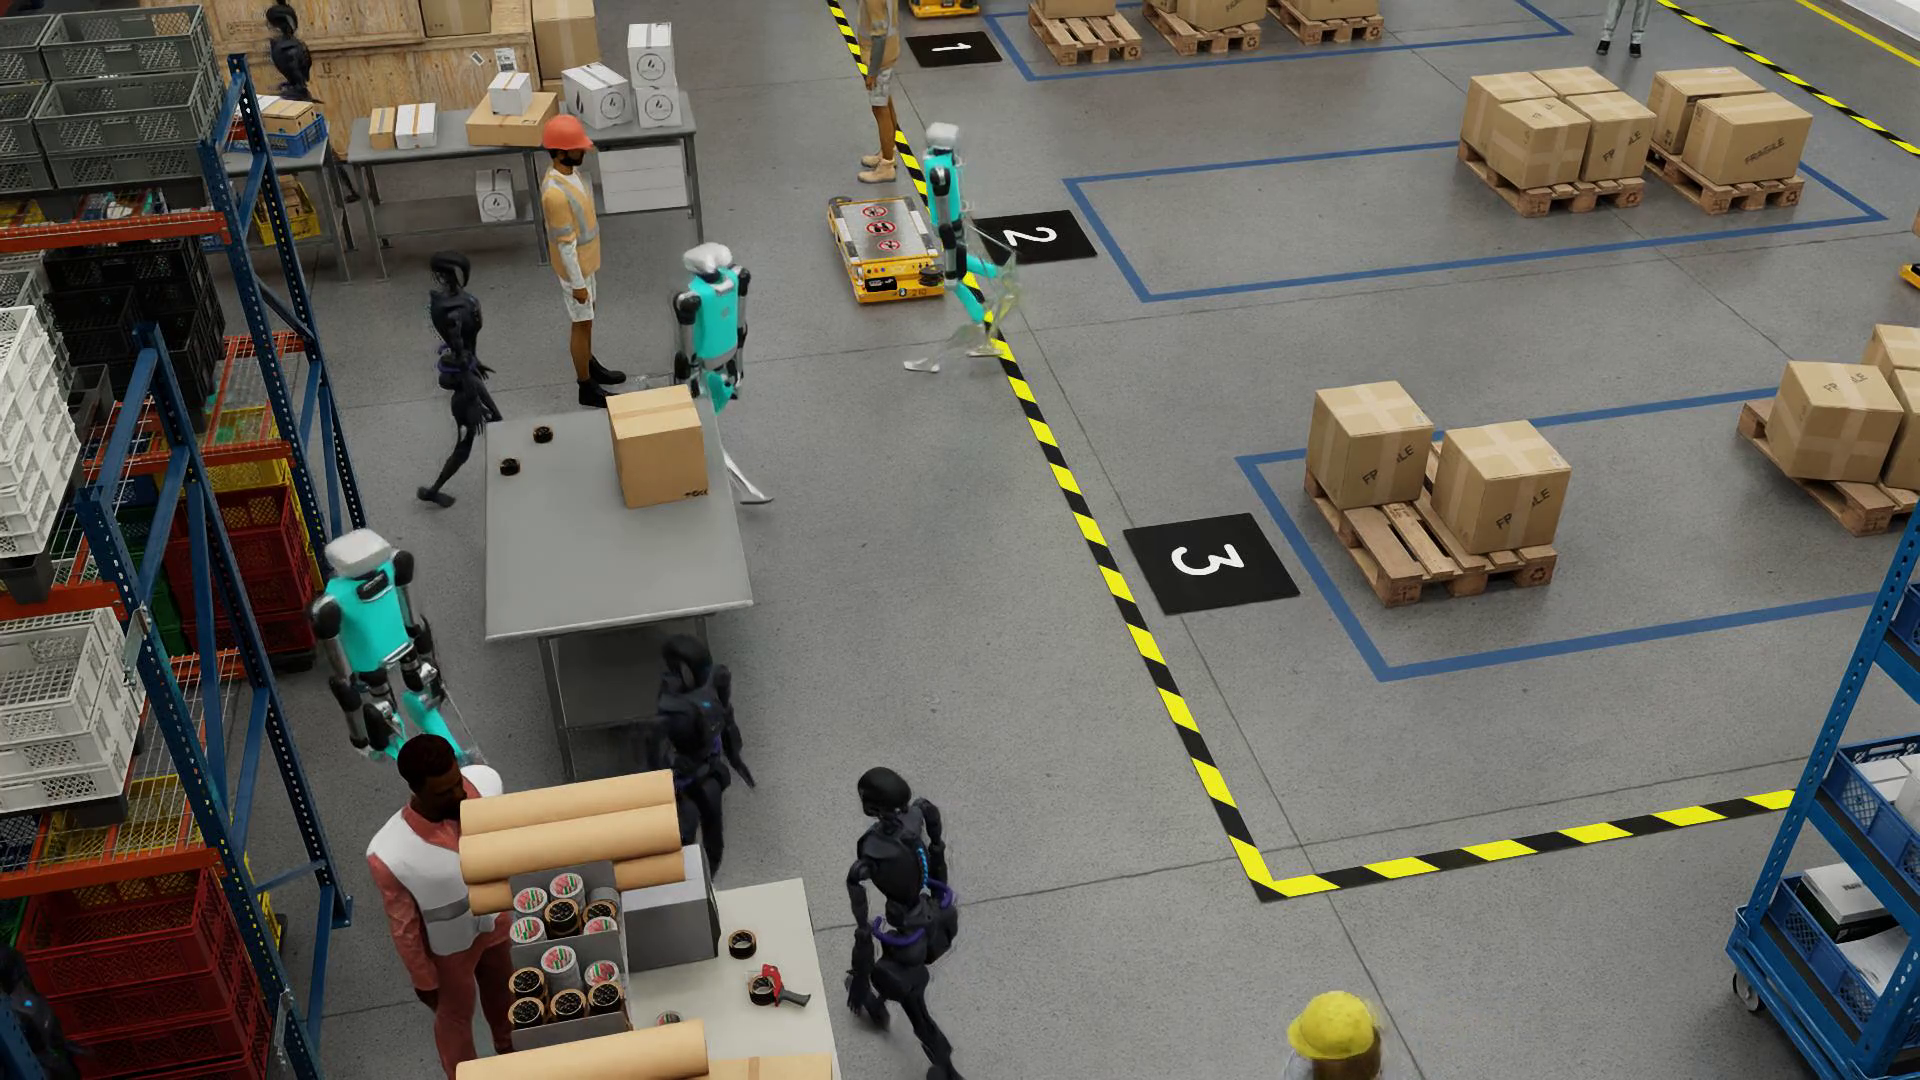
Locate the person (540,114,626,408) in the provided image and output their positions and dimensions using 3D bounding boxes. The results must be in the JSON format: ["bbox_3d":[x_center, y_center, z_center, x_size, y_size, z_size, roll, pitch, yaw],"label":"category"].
[{"bbox_3d":[-2.398,-1.757,10.516,0.349,1.940,0.543,-3,37,-4],"label":"person"}]

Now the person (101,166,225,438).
[{"bbox_3d":[-4.930,-1.470,10.223,0.502,1.836,0.331,25,43,30],"label":"person"}]

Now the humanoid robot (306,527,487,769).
[{"bbox_3d":[-2.323,0.796,7.275,0.666,1.819,0.555,17,40,22],"label":"humanoid robot"}]

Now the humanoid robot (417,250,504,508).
[{"bbox_3d":[-2.897,-0.932,9.668,0.763,1.635,0.616,-8,37,-11],"label":"humanoid robot"}]

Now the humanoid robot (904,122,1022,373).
[{"bbox_3d":[0.082,-1.856,10.828,0.922,1.763,0.536,-1,37,-2],"label":"humanoid robot"}]

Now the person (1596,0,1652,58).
[{"bbox_3d":[6.407,-5.446,15.570,0.590,1.823,0.404,11,38,15],"label":"person"}]

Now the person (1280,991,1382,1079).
[{"bbox_3d":[1.174,2.068,5.556,0.591,1.736,0.495,1,37,1],"label":"person"}]

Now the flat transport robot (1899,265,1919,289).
[{"bbox_3d":[7.725,-1.942,12.140,1.431,0.197,0.652,-8,37,-10],"label":"flat transport robot"}]

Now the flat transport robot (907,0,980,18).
[{"bbox_3d":[-0.274,-5.778,17.296,0.652,0.197,1.431,-8,37,-10],"label":"flat transport robot"}]

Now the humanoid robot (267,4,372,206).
[{"bbox_3d":[-5.124,-3.358,12.935,0.796,1.635,0.599,-16,40,-21],"label":"humanoid robot"}]

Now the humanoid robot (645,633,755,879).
[{"bbox_3d":[-1.159,1.025,7.010,0.421,1.642,0.584,18,40,22],"label":"humanoid robot"}]

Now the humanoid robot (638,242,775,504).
[{"bbox_3d":[-1.538,-0.942,9.585,0.976,1.735,0.541,24,43,28],"label":"humanoid robot"}]

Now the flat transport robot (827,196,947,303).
[{"bbox_3d":[-0.570,-2.220,12.538,0.659,0.231,1.431,-8,37,-10],"label":"flat transport robot"}]

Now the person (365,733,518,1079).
[{"bbox_3d":[-1.854,1.446,6.228,0.392,1.920,0.587,20,41,24],"label":"person"}]

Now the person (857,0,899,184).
[{"bbox_3d":[-0.667,-3.856,13.248,0.360,2.047,0.612,3,37,4],"label":"person"}]

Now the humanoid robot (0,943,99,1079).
[{"bbox_3d":[-3.187,1.935,5.781,0.460,1.642,0.614,-8,37,-11],"label":"humanoid robot"}]

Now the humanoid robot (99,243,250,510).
[{"bbox_3d":[-4.400,-0.936,9.622,0.724,1.827,0.551,-17,40,-22],"label":"humanoid robot"}]

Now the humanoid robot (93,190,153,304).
[{"bbox_3d":[-5.526,-1.876,10.907,0.665,1.870,0.547,-4,37,-6],"label":"humanoid robot"}]

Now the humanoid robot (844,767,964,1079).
[{"bbox_3d":[-0.239,1.499,6.388,0.742,1.628,0.609,22,42,26],"label":"humanoid robot"}]
